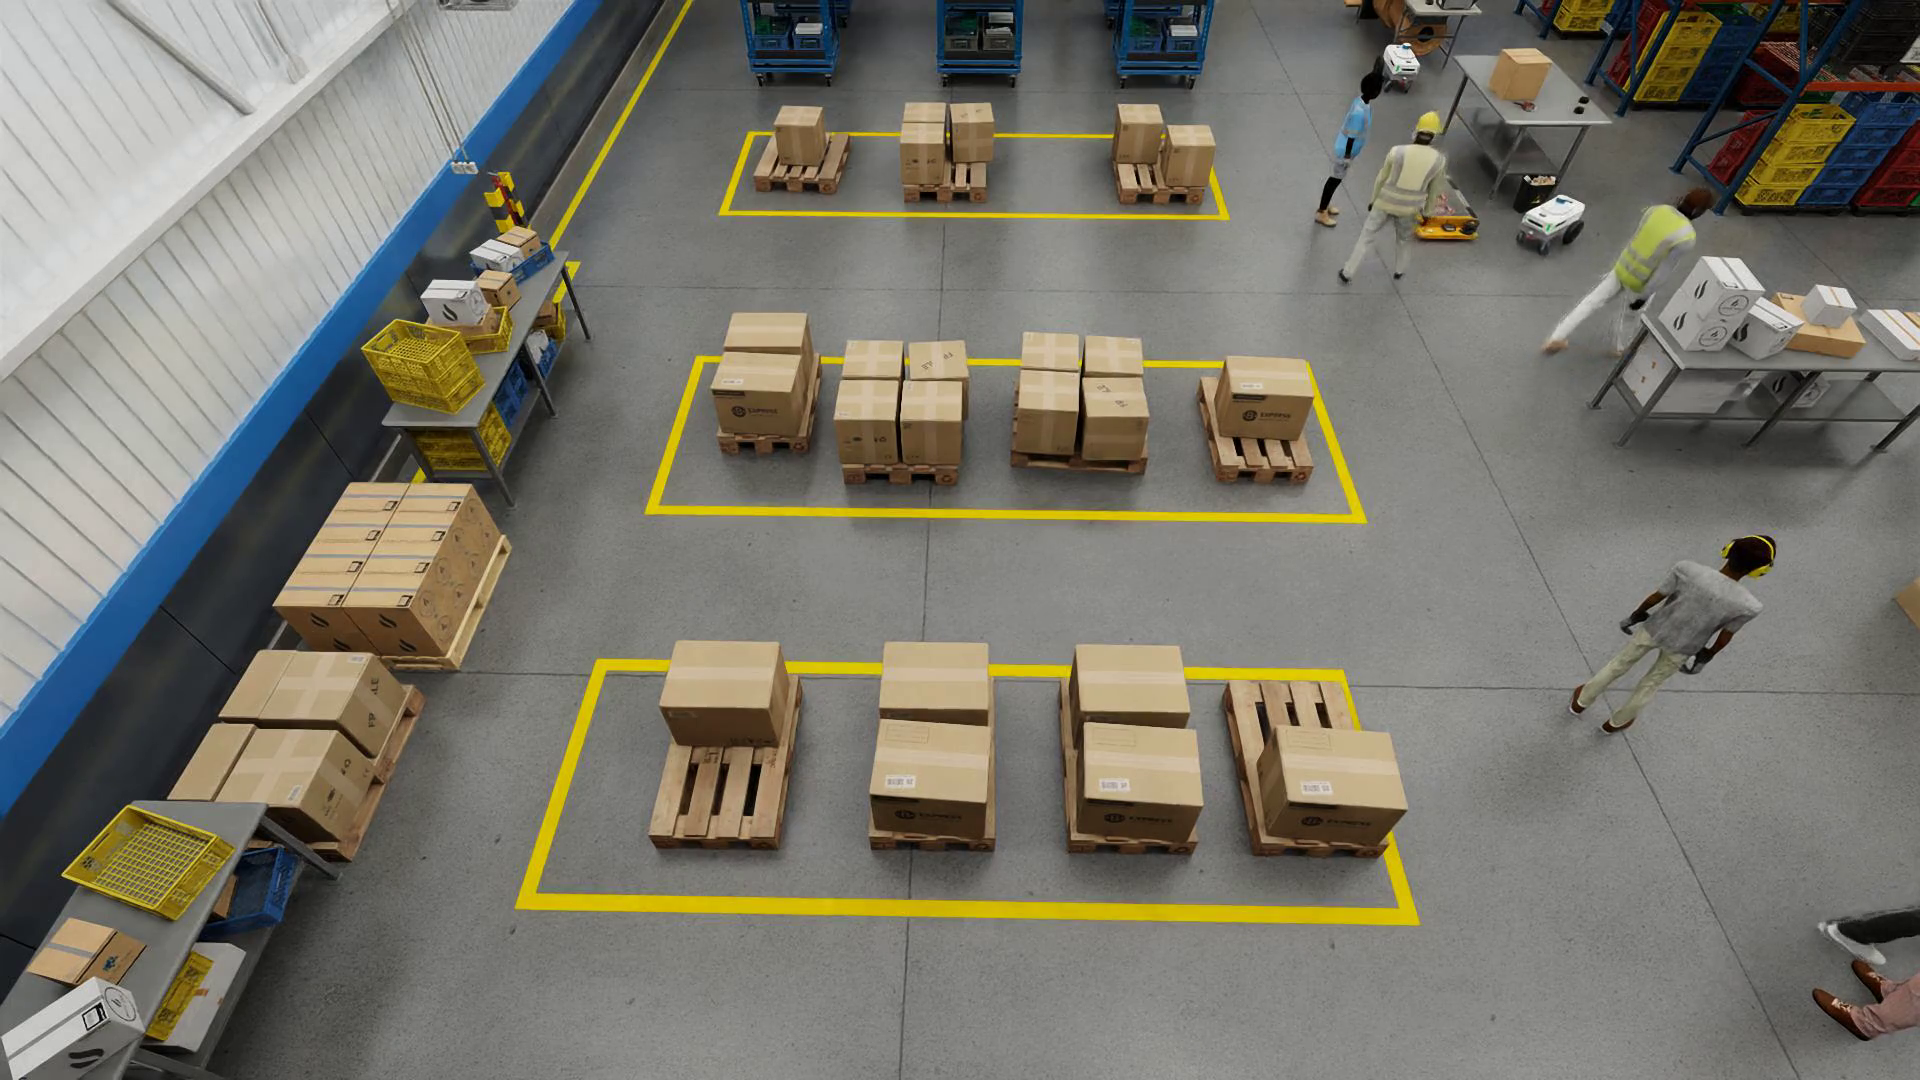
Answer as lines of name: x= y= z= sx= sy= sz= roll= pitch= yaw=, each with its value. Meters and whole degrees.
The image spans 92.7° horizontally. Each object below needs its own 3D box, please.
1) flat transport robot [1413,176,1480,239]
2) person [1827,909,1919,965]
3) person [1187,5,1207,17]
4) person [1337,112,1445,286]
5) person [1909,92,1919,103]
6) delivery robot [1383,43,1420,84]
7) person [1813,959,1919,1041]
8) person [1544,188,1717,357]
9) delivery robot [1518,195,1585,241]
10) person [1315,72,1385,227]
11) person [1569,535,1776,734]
flat transport robot: x=5.692 y=-4.094 z=11.059 sx=0.652 sy=0.197 sz=1.431 roll=1 pitch=49 yaw=1
person: x=5.800 y=1.886 z=4.857 sx=1.115 sy=1.840 sz=0.619 roll=17 pitch=51 yaw=14
person: x=3.938 y=-9.339 z=14.725 sx=0.743 sy=1.603 sz=0.518 roll=-34 pitch=57 yaw=-26
person: x=4.616 y=-3.522 z=9.576 sx=0.694 sy=1.793 sz=0.490 roll=9 pitch=50 yaw=8
person: x=13.884 y=-6.957 z=12.478 sx=0.578 sy=1.881 sz=0.346 roll=-17 pitch=51 yaw=-14
delivery robot: x=6.382 y=-6.917 z=13.256 sx=0.477 sy=0.478 sz=0.707 roll=2 pitch=49 yaw=2
person: x=5.235 y=2.087 z=4.631 sx=0.651 sy=1.913 sz=0.409 roll=-19 pitch=52 yaw=-16
person: x=6.412 y=-2.498 z=8.694 sx=0.998 sy=1.782 sz=0.673 roll=-5 pitch=49 yaw=-4
delivery robot: x=6.765 y=-3.694 z=10.467 sx=0.707 sy=0.478 sz=0.477 roll=-27 pitch=54 yaw=-21
person: x=4.418 y=-4.439 z=10.419 sx=0.317 sy=1.696 sz=0.540 roll=17 pitch=51 yaw=14
person: x=4.583 y=0.629 z=5.928 sx=0.327 sy=1.861 sz=0.521 roll=-32 pitch=56 yaw=-25
